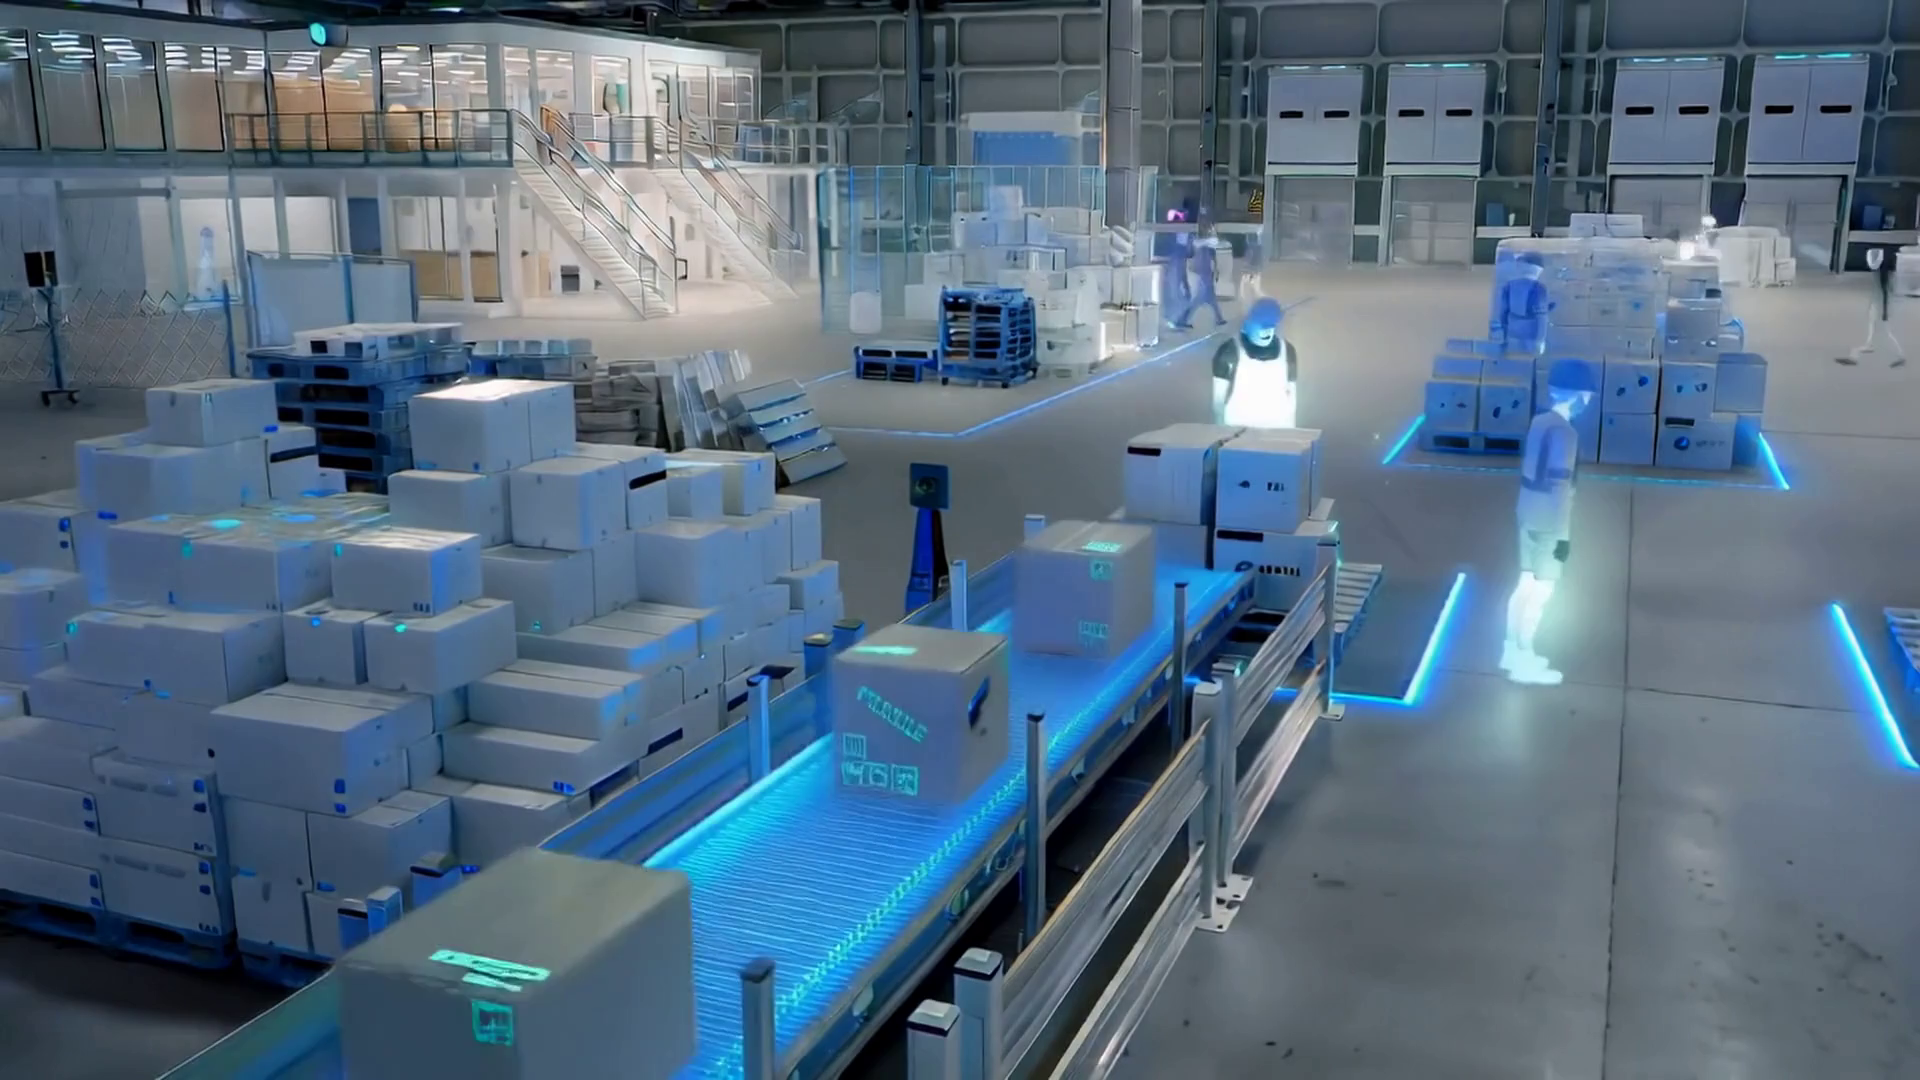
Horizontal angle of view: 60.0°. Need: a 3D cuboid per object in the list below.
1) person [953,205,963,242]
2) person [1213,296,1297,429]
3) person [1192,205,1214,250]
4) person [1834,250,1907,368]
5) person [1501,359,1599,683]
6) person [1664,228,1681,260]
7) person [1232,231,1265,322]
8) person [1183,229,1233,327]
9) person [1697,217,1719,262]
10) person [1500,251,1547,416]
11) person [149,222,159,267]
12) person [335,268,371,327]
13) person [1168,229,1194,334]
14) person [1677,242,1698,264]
[{"bbox_3d":[-0.029,-9.257,50.845,0.377,1.932,0.552,-11,17,-41],"label":"person"},{"bbox_3d":[2.425,-1.016,13.642,0.702,2.000,0.634,-1,13,-4],"label":"person"},{"bbox_3d":[7.217,-8.983,49.578,0.618,1.954,0.898,-4,13,-17],"label":"person"},{"bbox_3d":[14.084,-3.534,25.495,0.997,1.798,0.593,7,14,28],"label":"person"},{"bbox_3d":[3.518,-0.113,9.881,0.424,1.924,0.559,1,13,3],"label":"person"},{"bbox_3d":[16.494,-6.460,38.877,0.718,1.675,0.544,7,14,28],"label":"person"},{"bbox_3d":[5.910,-5.263,33.213,0.813,1.817,0.623,-4,13,-18],"label":"person"},{"bbox_3d":[4.766,-5.056,32.155,1.002,1.882,0.583,0,13,0],"label":"person"},{"bbox_3d":[17.988,-6.839,40.118,0.601,1.890,0.955,-3,13,-13],"label":"person"},{"bbox_3d":[6.891,-2.497,20.287,0.396,2.038,0.615,-9,15,-35],"label":"person"},{"bbox_3d":[-19.451,-6.893,40.312,0.557,1.887,0.673,-5,13,-20],"label":"person"},{"bbox_3d":[-7.398,-2.417,20.421,0.999,1.837,0.591,6,14,26],"label":"person"},{"bbox_3d":[4.072,-4.749,30.665,0.453,1.919,0.646,-3,13,-12],"label":"person"},{"bbox_3d":[12.141,-4.129,28.150,0.927,1.794,0.654,1,13,4],"label":"person"}]
